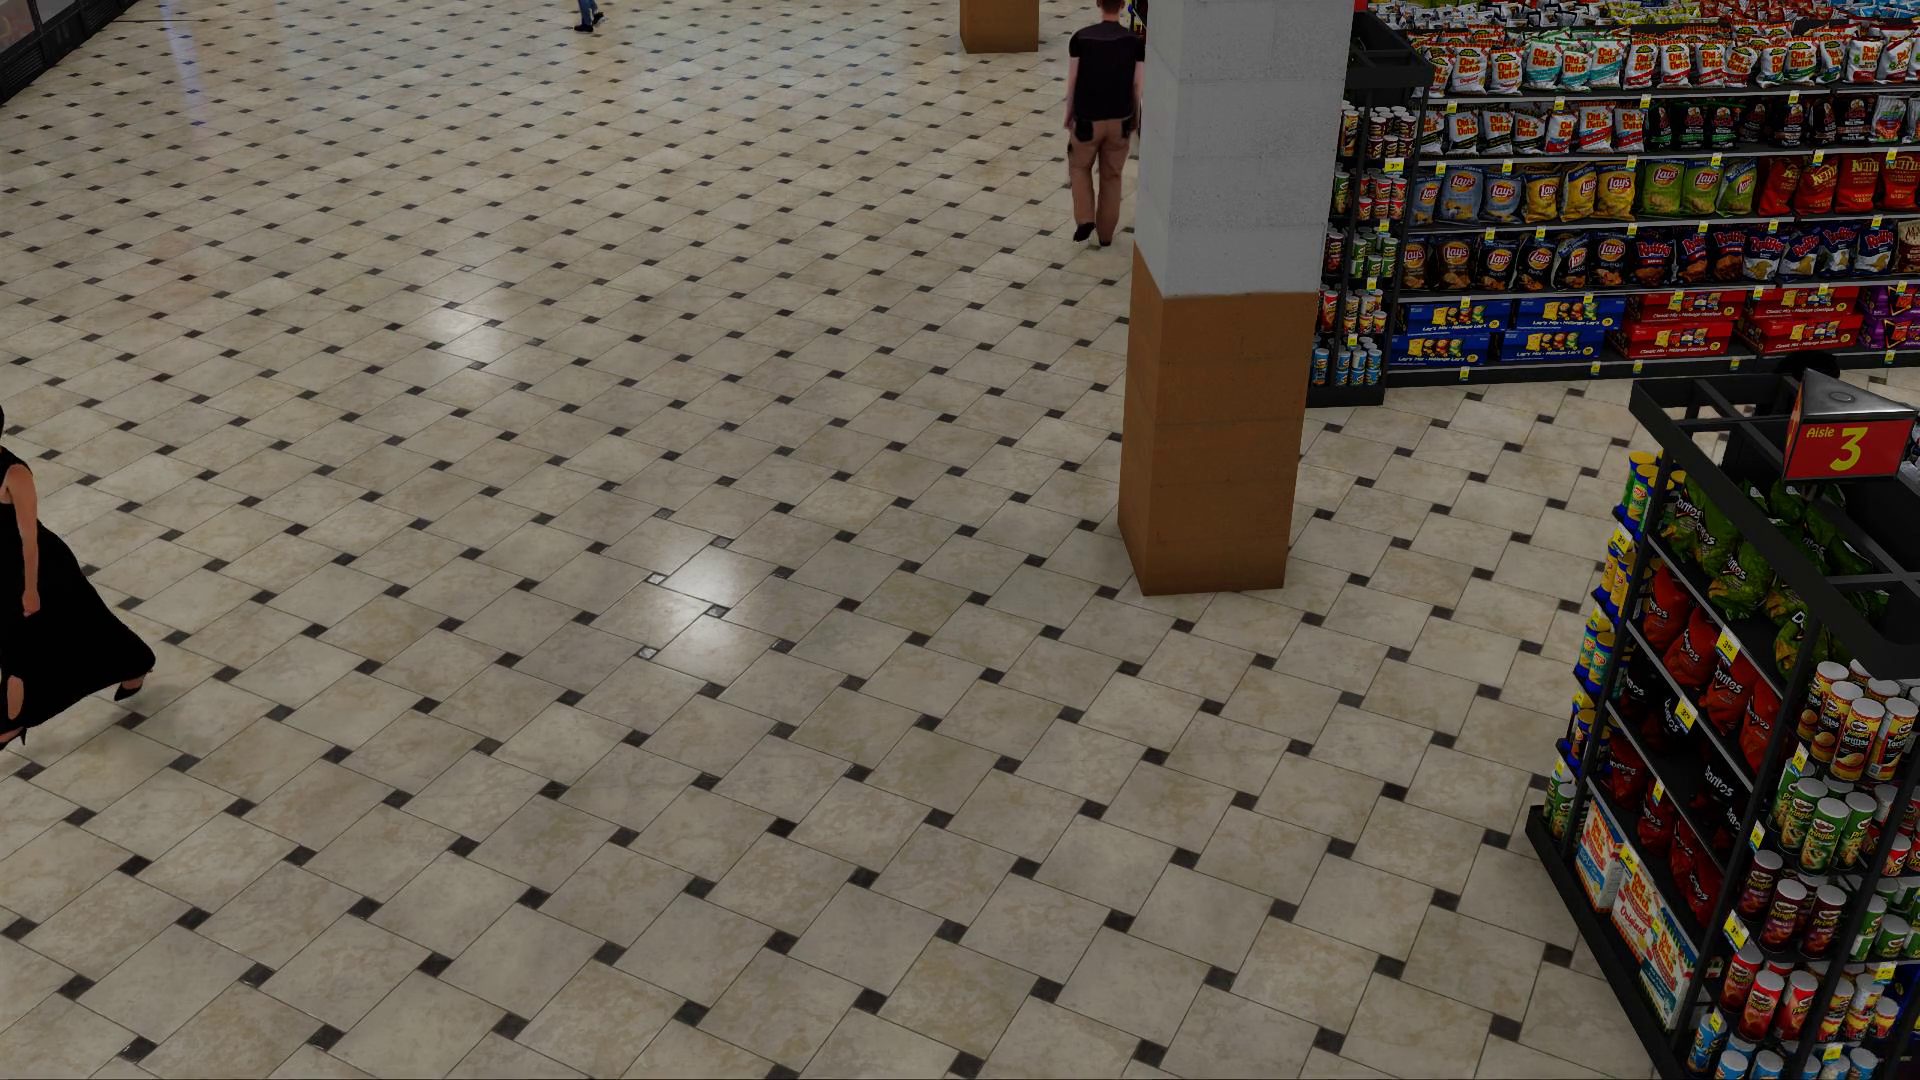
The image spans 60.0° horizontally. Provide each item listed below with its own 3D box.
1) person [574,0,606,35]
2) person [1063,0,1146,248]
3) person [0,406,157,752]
[{"bbox_3d":[-3.669,-5.595,16.288,0.632,1.247,0.591,11,34,17],"label":"person"},{"bbox_3d":[0.969,-2.848,11.319,0.726,1.831,0.782,0,32,-1],"label":"person"},{"bbox_3d":[-3.720,0.098,6.846,1.051,1.555,1.031,18,36,26],"label":"person"}]
